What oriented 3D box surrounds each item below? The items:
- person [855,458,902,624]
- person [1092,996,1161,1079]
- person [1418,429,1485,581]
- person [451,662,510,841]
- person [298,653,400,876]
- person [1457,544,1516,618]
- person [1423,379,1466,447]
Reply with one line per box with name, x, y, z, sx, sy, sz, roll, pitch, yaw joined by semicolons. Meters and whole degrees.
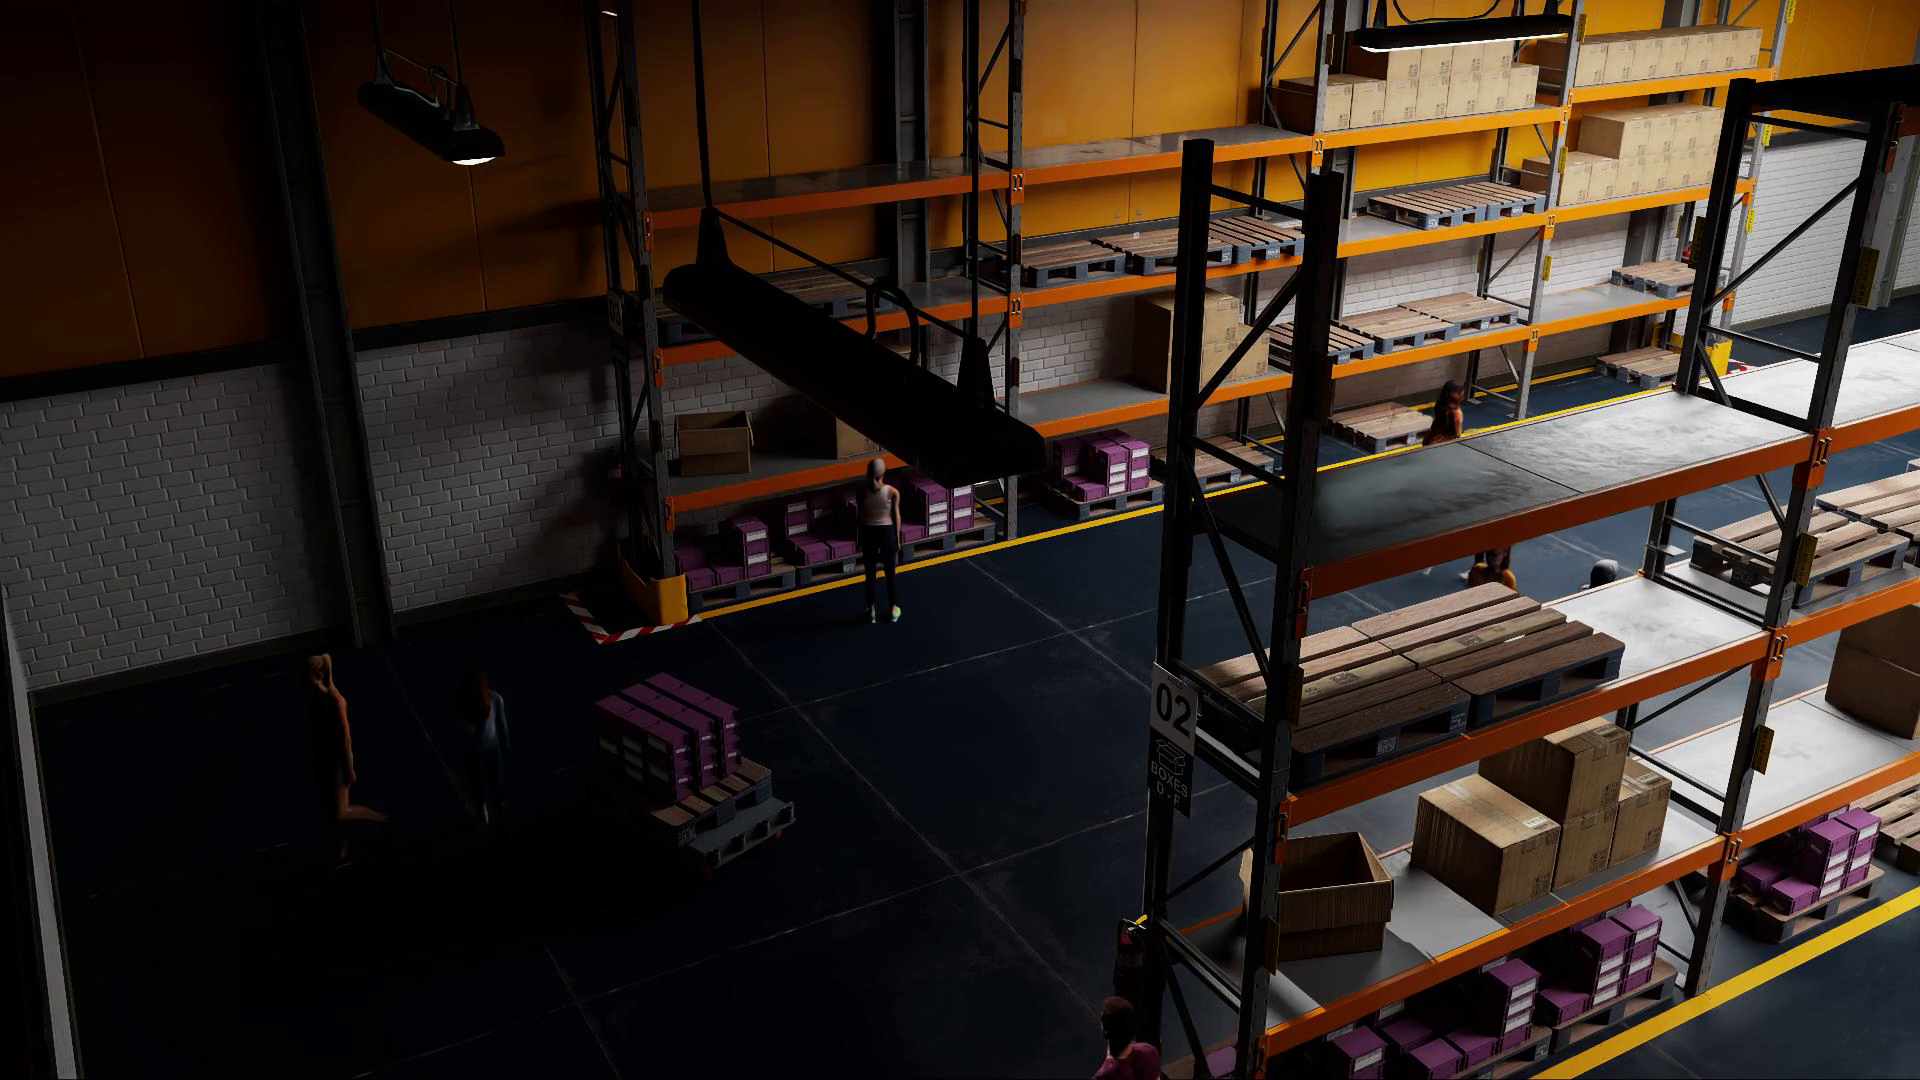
person;-0.804;0.003;16.409;0.631;1.701;0.738;0;24;0
person;0.910;3.277;8.775;0.957;1.817;0.977;16;28;32
person;5.337;-0.335;17.224;1.125;1.669;0.885;-3;24;-7
person;-3.709;1.655;12.932;0.833;1.459;0.686;-10;26;-22
person;-4.641;1.633;12.521;0.757;1.830;0.957;21;31;39
person;4.643;0.759;14.633;0.660;1.739;0.673;20;30;38
person;5.321;-0.952;18.637;1.285;1.667;1.022;-2;24;-4
